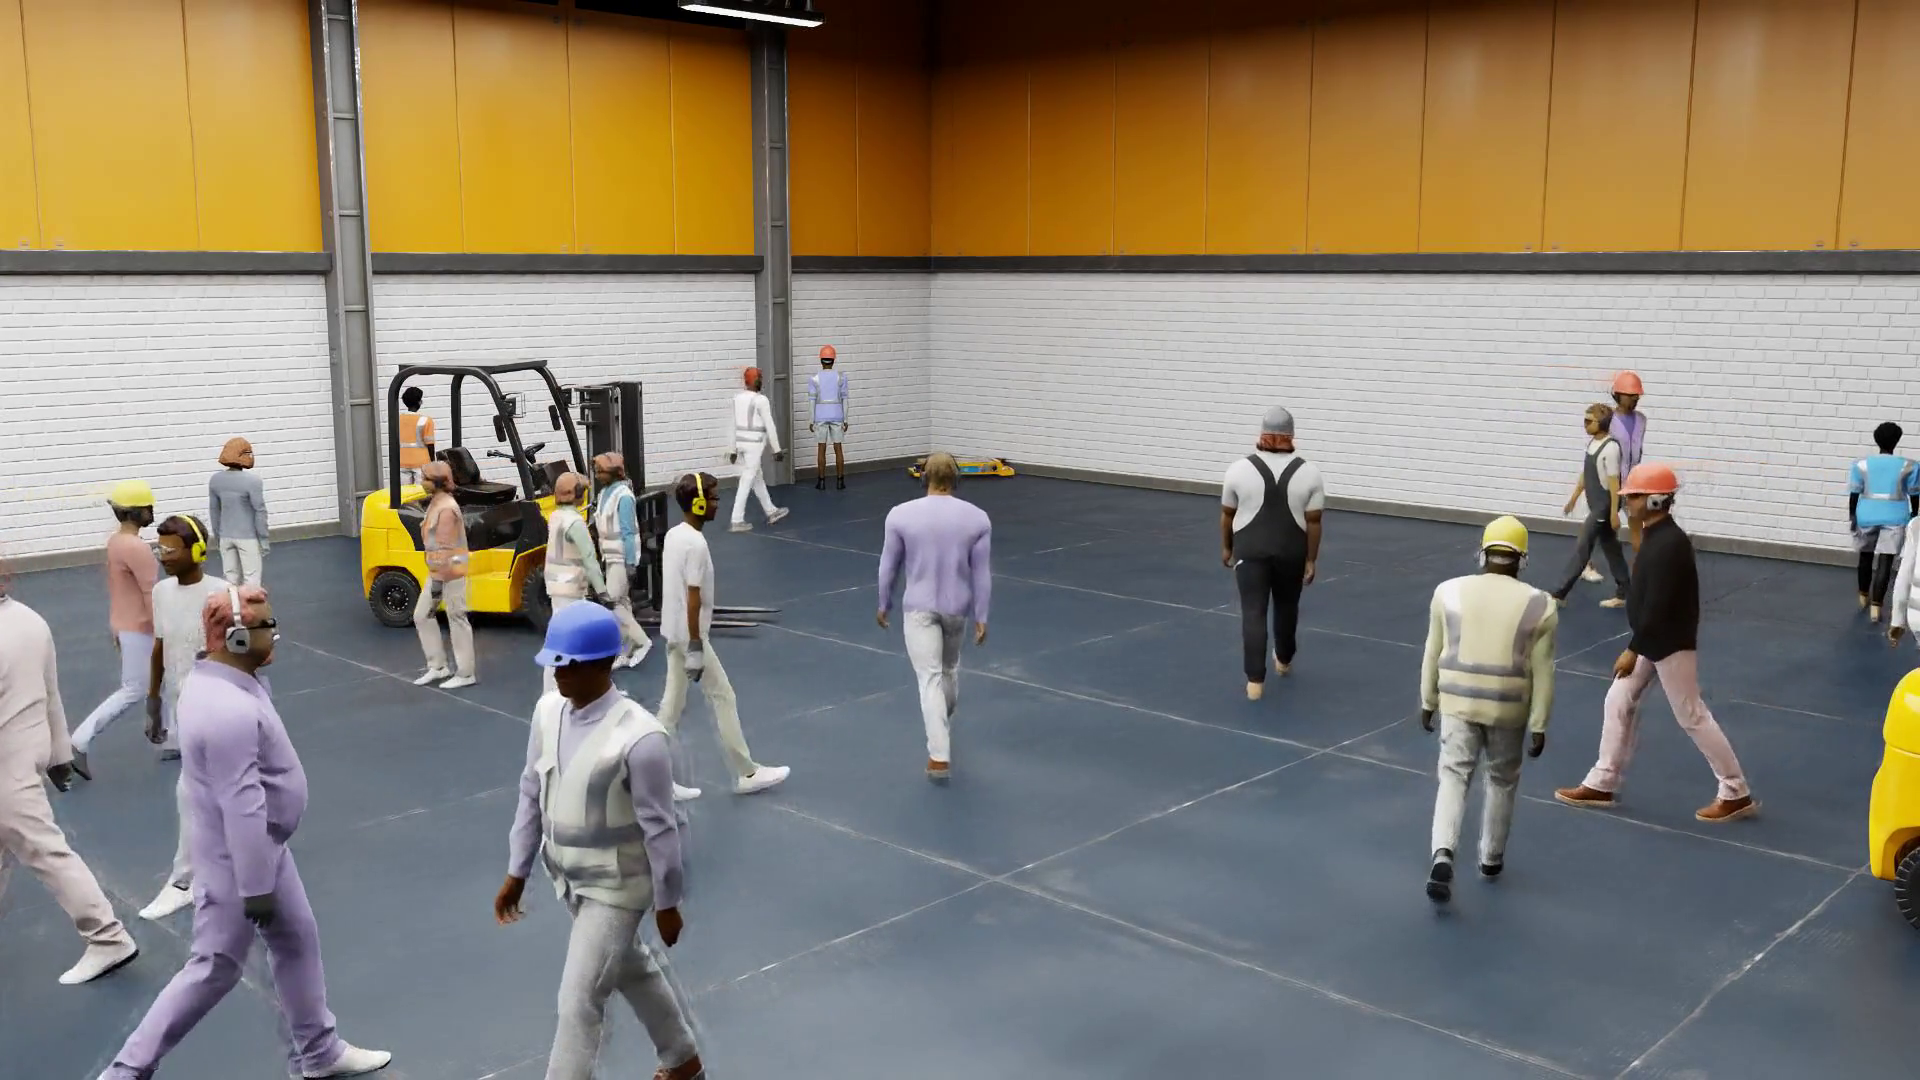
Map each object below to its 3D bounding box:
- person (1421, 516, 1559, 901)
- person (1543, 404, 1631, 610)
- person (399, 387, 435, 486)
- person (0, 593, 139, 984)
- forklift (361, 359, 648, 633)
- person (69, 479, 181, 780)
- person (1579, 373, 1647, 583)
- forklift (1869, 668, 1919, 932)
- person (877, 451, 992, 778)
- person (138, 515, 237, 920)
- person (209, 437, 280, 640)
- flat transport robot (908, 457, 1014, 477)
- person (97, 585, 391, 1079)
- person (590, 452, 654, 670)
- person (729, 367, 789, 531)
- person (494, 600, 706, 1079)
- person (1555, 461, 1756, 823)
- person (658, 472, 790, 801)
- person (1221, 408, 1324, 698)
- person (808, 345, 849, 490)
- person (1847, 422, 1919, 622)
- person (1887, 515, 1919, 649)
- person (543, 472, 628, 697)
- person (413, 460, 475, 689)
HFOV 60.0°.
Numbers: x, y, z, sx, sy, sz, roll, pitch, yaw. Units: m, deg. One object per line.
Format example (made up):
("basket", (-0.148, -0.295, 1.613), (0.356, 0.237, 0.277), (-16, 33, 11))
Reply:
("person", (2.448, 0.799, 7.786), (0.620, 1.796, 0.802), (4, 10, 23))
("person", (5.434, -0.278, 14.368), (0.967, 1.793, 0.536), (1, 9, 7))
("person", (-5.873, -0.804, 17.912), (0.535, 1.693, 0.317), (3, 10, 16))
("person", (-3.940, 0.931, 6.844), (1.034, 1.847, 0.651), (-1, 9, -4))
("forklift", (-3.850, -0.407, 13.936), (2.313, 2.155, 1.214), (2, 9, 11))
("person", (-4.883, 0.512, 9.713), (0.794, 1.738, 0.527), (-7, 12, -38))
("person", (6.134, -0.536, 15.353), (0.638, 1.990, 1.030), (-3, 10, -20))
("forklift", (5.205, 0.723, 7.013), (2.313, 2.155, 1.214), (9, 13, 43))
("person", (-0.140, 0.419, 9.856), (0.648, 1.890, 1.040), (-3, 10, -15))
("person", (-3.565, 0.765, 7.873), (0.531, 1.836, 0.921), (4, 10, 23))
("person", (-5.671, 0.005, 13.128), (0.502, 1.632, 0.277), (3, 10, 18))
("flat transport robot", (0.008, -1.042, 23.714), (1.431, 0.197, 0.652), (-2, 9, -11))
("person", (-2.559, 1.085, 5.779), (0.938, 1.876, 0.660), (-4, 10, -24))
("person", (-2.513, 0.163, 12.157), (0.369, 1.622, 0.553), (-5, 11, -30))
("person", (-2.276, -1.042, 18.931), (0.971, 1.833, 0.583), (-8, 12, -42))
("person", (-1.203, 1.123, 5.514), (0.603, 1.899, 1.018), (9, 13, 44))
("person", (3.823, 0.549, 8.939), (1.000, 1.939, 0.632), (2, 9, 10))
("person", (-1.367, 0.536, 9.247), (0.887, 1.833, 0.560), (-5, 11, -29))
("person", (2.183, 0.030, 11.726), (0.684, 2.000, 1.012), (1, 9, 6))
("person", (-1.757, -1.631, 22.226), (0.543, 1.939, 0.356), (-2, 9, -10))
("person", (7.848, -0.169, 14.120), (0.542, 1.658, 0.857), (7, 12, 37))
("person", (5.691, 0.493, 9.474), (0.836, 1.850, 0.582), (-2, 10, -13))
("person", (-2.492, 0.358, 11.062), (0.731, 1.604, 0.558), (-4, 10, -24))
("person", (-3.660, 0.255, 11.606), (0.541, 1.617, 0.538), (-5, 10, -27))
